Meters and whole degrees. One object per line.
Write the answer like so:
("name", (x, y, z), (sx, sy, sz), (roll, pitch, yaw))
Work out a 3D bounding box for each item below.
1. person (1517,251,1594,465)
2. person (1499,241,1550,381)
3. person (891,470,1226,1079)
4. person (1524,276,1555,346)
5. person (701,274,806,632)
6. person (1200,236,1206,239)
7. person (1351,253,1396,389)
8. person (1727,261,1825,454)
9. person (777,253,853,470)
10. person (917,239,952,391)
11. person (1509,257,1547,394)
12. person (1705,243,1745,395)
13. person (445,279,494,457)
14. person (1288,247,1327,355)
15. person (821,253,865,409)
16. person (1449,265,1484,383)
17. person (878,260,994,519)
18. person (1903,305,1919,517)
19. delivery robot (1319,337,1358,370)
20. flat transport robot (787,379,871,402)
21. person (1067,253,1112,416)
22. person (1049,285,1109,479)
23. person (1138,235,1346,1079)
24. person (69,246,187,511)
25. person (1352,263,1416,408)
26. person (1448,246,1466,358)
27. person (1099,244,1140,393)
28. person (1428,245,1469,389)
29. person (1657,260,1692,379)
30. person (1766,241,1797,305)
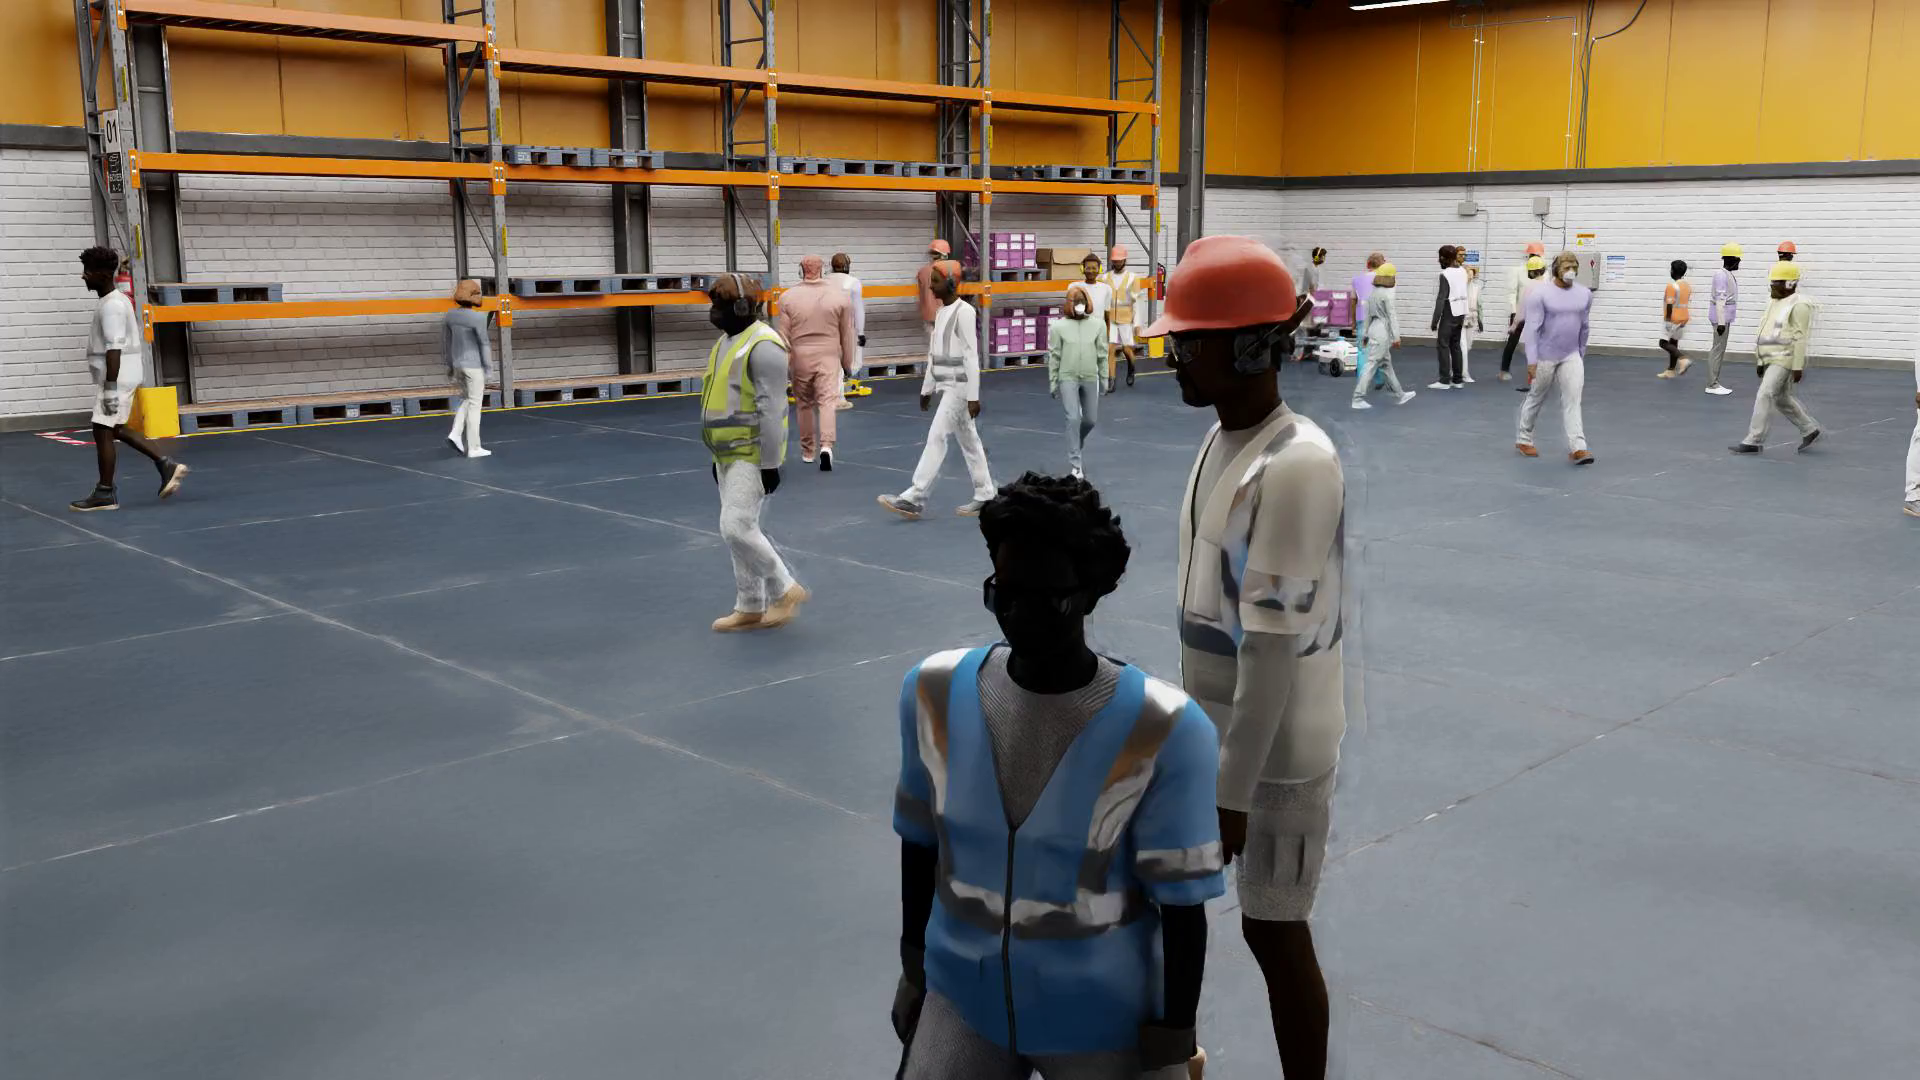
("person", (5.333, -1.627, 14.857), (0.656, 1.881, 1.041), (-2, 11, -9))
("person", (7.791, -3.127, 22.895), (0.627, 1.946, 1.038), (-1, 10, -8))
("person", (0.107, 0.734, 2.509), (0.557, 1.679, 0.566), (5, 11, 24))
("person", (9.697, -3.770, 27.280), (0.758, 1.610, 0.519), (5, 11, 25))
("person", (-1.092, -0.419, 8.405), (0.433, 1.828, 0.647), (-6, 12, -29))
("person", (4.145, -4.179, 28.467), (0.961, 1.994, 0.616), (-6, 12, -30))
("person", (5.357, -2.820, 21.612), (0.567, 1.784, 0.968), (4, 11, 20))
("person", (7.618, -1.676, 15.357), (0.879, 1.799, 0.603), (0, 10, 2))
("person", (-1.258, -1.558, 14.503), (0.659, 1.876, 0.938), (-1, 10, -6))
("person", (-0.314, -2.877, 21.433), (0.618, 1.972, 0.583), (7, 12, 32))
("person", (7.283, -2.727, 21.206), (0.540, 1.744, 0.569), (-9, 13, -39))
("person", (9.763, -2.820, 21.233), (0.372, 1.925, 0.595), (6, 12, 29))
("person", (-4.468, -1.562, 15.185), (0.529, 1.620, 0.358), (6, 12, 31))
("person", (5.807, -4.023, 28.081), (0.743, 1.826, 0.588), (0, 10, -1))
("person", (-1.402, -2.396, 19.202), (0.643, 1.823, 0.547), (7, 13, 35))
("person", (6.975, -3.014, 23.155), (0.544, 1.615, 0.743), (-4, 11, -19))
("person", (-0.157, -1.063, 11.872), (0.956, 1.836, 0.610), (-3, 11, -14))
("person", (7.122, -1.103, 11.989), (0.572, 1.883, 0.358), (-3, 11, -16))
("delivery robot", (5.502, -2.695, 24.037), (0.477, 0.478, 0.707), (-4, 11, -19))
("flat transport robot", (-1.822, -1.869, 20.564), (0.652, 0.197, 1.431), (9, 14, 40))
("person", (1.391, -2.202, 18.124), (0.521, 1.841, 0.860), (1, 10, 6))
("person", (0.987, -1.343, 14.029), (0.509, 1.610, 0.629), (-2, 11, -10))
("person", (0.502, 0.405, 3.409), (0.690, 2.021, 0.610), (-2, 11, -11))
("person", (-6.232, -1.196, 12.310), (0.746, 1.947, 0.651), (-4, 11, -19))
("person", (5.014, -2.390, 19.533), (0.924, 1.686, 0.492), (-2, 11, -12))
("person", (8.107, -3.864, 27.152), (0.507, 1.846, 0.345), (-6, 12, -28))
("person", (2.089, -2.882, 21.638), (0.549, 1.912, 0.770), (3, 11, 17))
("person", (6.518, -2.949, 22.033), (0.424, 1.900, 0.657), (10, 14, 43))
("person", (10.077, -3.079, 23.319), (0.540, 1.683, 0.493), (-7, 13, -35))
("person", (12.508, -3.576, 25.355), (0.388, 1.929, 0.546), (0, 10, 0))
